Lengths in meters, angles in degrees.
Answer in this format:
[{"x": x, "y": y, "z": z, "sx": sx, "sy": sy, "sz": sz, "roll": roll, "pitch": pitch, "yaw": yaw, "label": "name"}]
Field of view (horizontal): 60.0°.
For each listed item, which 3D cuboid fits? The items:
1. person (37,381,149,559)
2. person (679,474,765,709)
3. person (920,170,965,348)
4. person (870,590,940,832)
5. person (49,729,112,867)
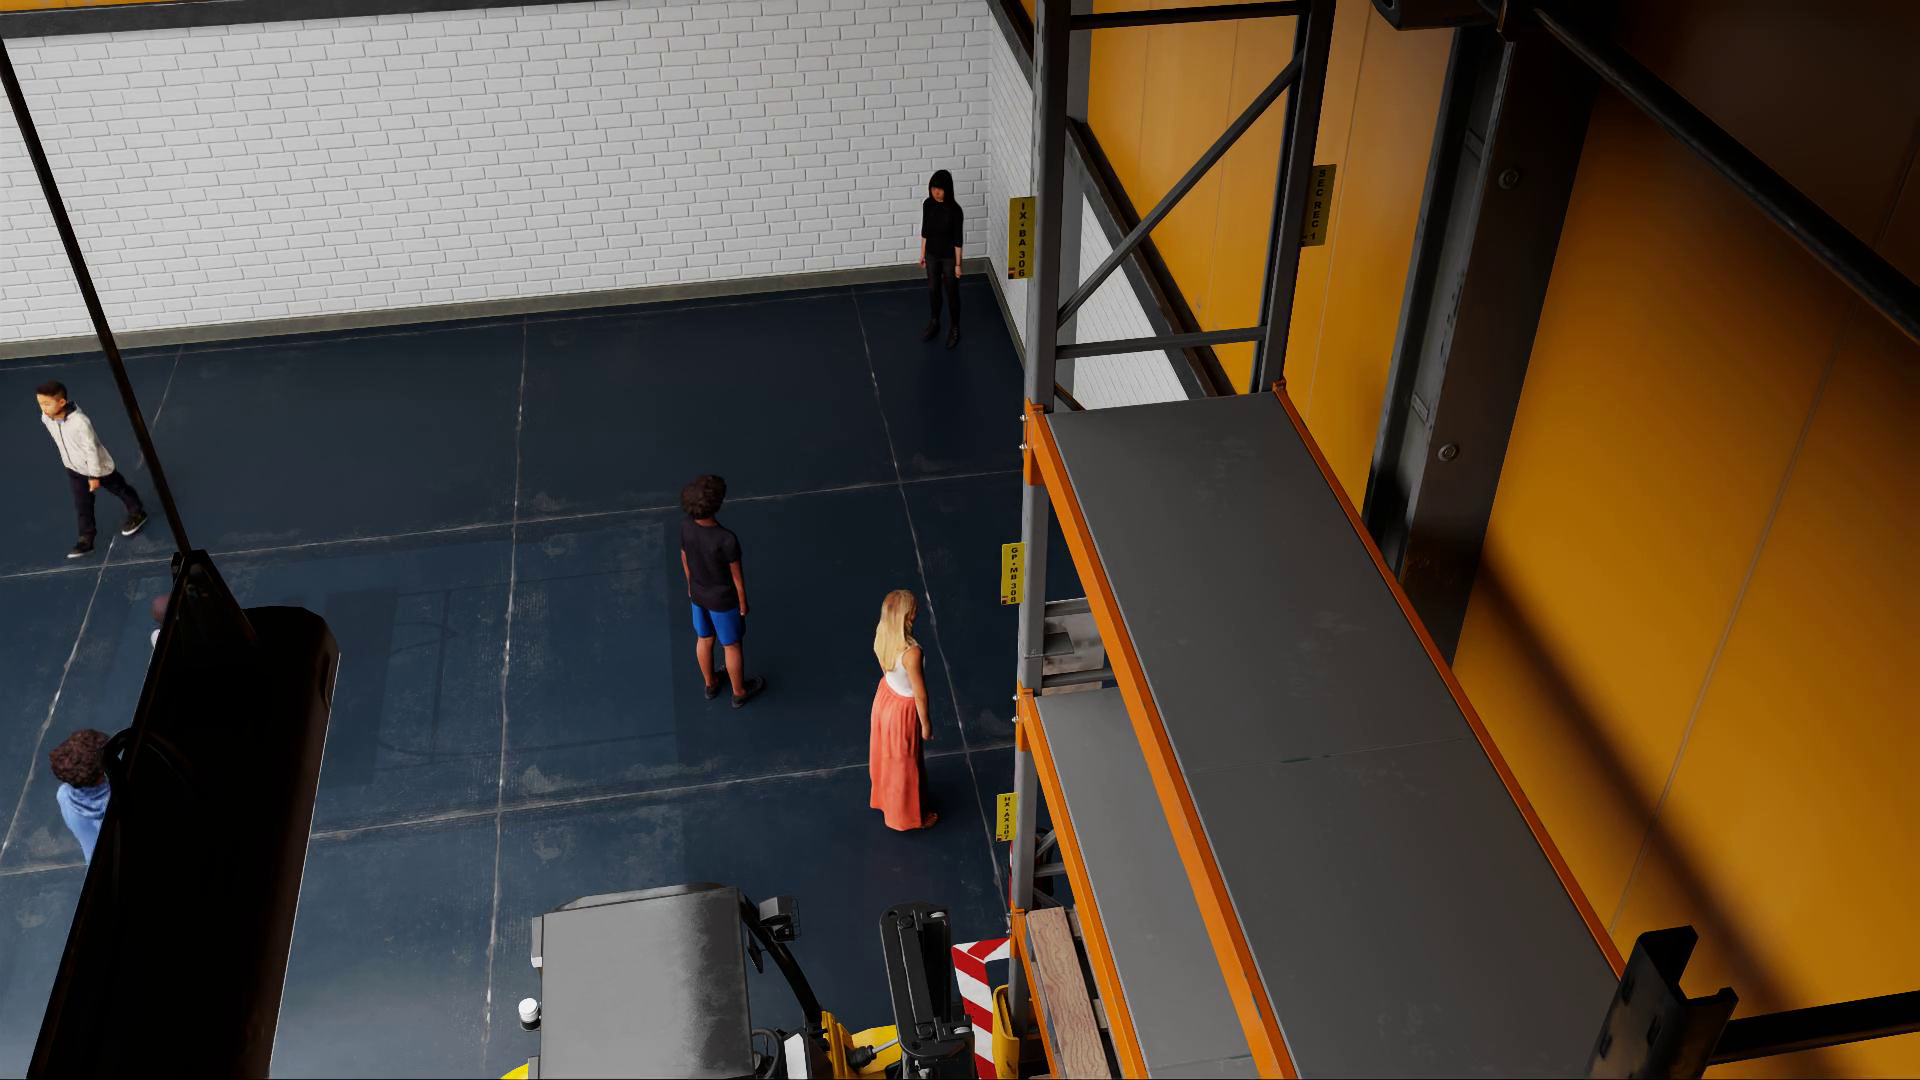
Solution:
[{"x": -6.358, "y": -0.599, "z": 12.255, "sx": 0.810, "sy": 1.415, "sz": 1.009, "roll": 8, "pitch": 39, "yaw": 9, "label": "person"}, {"x": -1.586, "y": 0.336, "z": 10.777, "sx": 0.695, "sy": 1.798, "sz": 0.734, "roll": 17, "pitch": 42, "yaw": 21, "label": "person"}, {"x": -0.144, "y": -2.469, "z": 14.416, "sx": 0.638, "sy": 1.641, "sz": 0.681, "roll": 20, "pitch": 43, "yaw": 23, "label": "person"}, {"x": -0.359, "y": 1.014, "z": 9.922, "sx": 0.760, "sy": 1.806, "sz": 0.634, "roll": -20, "pitch": 43, "yaw": -23, "label": "person"}, {"x": -4.546, "y": 1.781, "z": 8.971, "sx": 0.878, "sy": 1.793, "sz": 1.127, "roll": 5, "pitch": 39, "yaw": 6, "label": "person"}]
